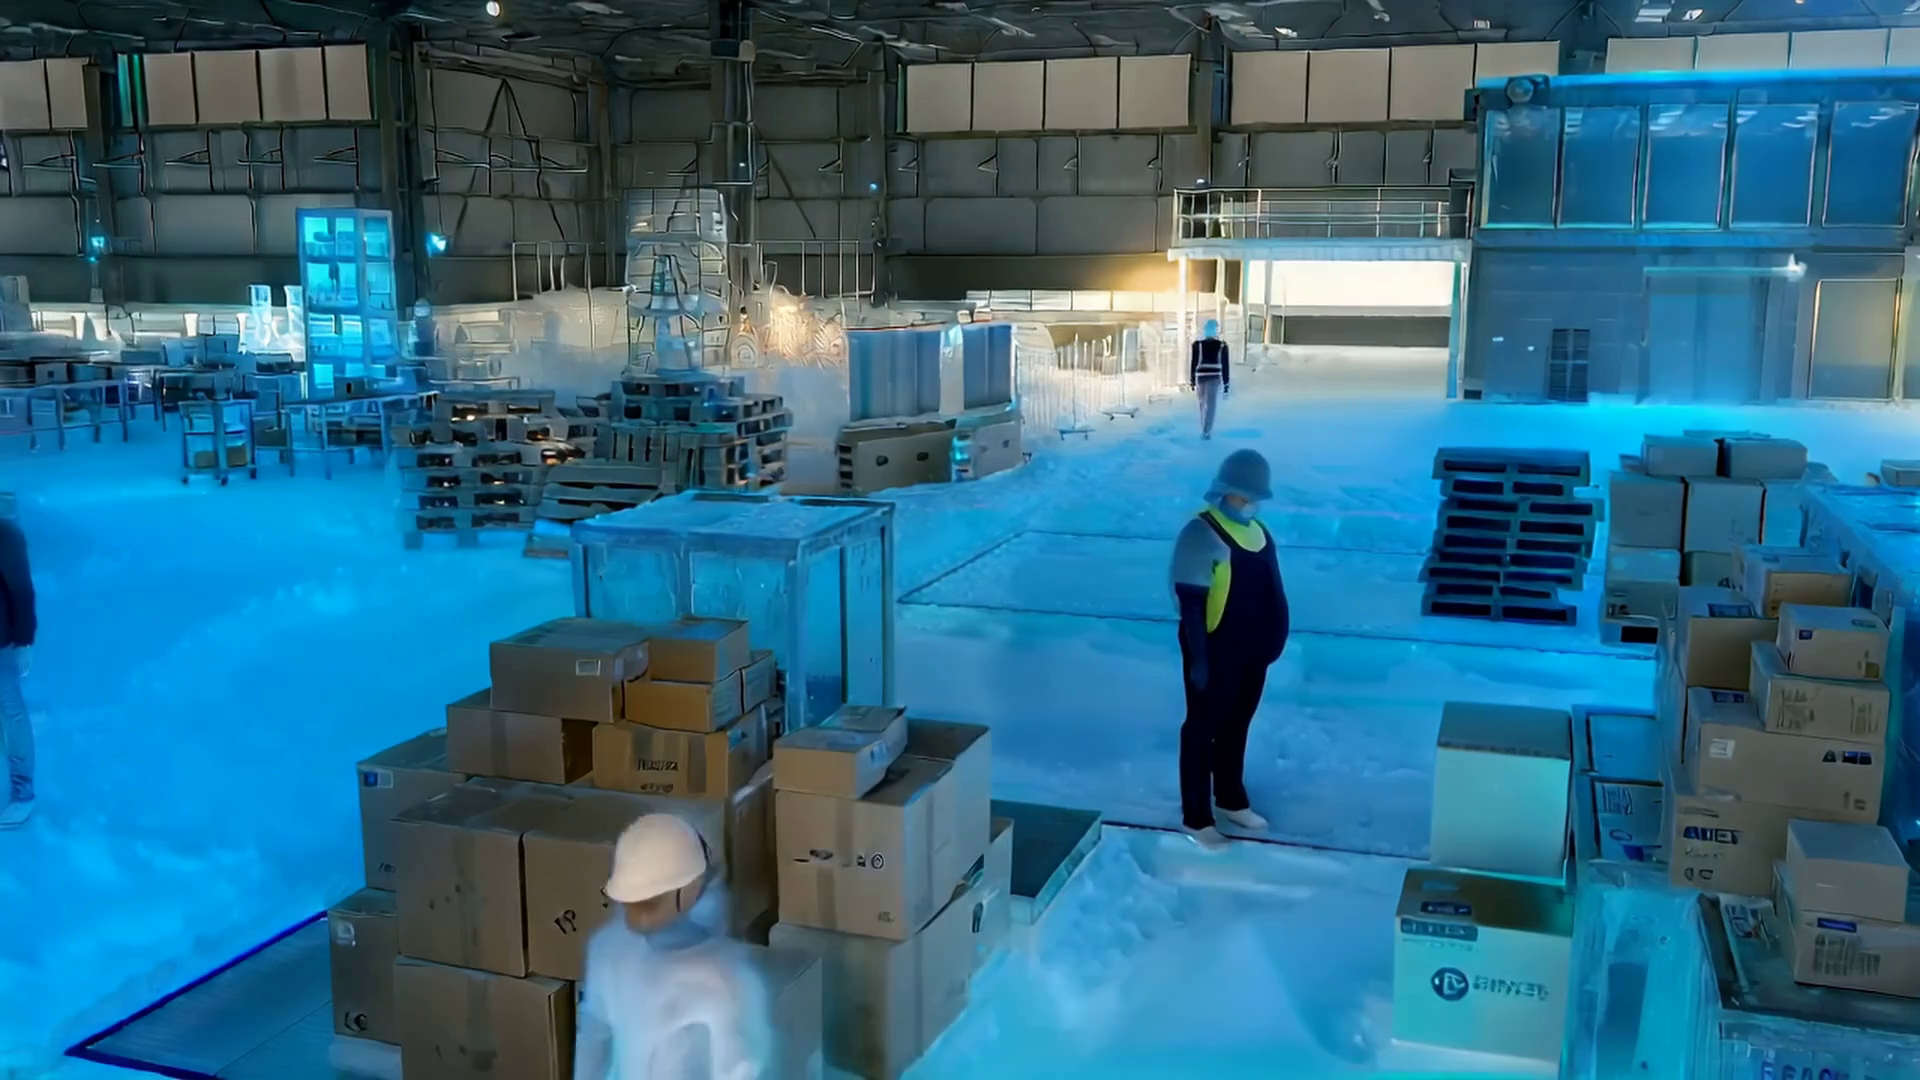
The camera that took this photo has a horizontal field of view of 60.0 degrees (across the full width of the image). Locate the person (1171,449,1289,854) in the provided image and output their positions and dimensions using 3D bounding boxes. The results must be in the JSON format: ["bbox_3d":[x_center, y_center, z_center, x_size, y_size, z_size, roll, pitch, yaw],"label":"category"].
[{"bbox_3d":[1.398,0.536,8.418,0.536,2.000,0.673,9,13,41],"label":"person"}]

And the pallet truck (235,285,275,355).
[{"bbox_3d":[-18.327,-5.835,44.421,0.823,1.965,1.885,4,11,23],"label":"pallet truck"}]

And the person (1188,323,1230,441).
[{"bbox_3d":[3.909,-2.479,26.062,0.615,1.811,1.024,3,10,16],"label":"person"}]

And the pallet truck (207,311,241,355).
[{"bbox_3d":[-19.537,-5.575,44.913,0.653,1.274,1.630,3,11,19],"label":"pallet truck"}]

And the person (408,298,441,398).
[{"bbox_3d":[-10.102,-3.539,31.416,0.625,2.031,0.500,-7,12,-33],"label":"person"}]

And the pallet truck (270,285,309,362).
[{"bbox_3d":[-17.147,-5.700,43.663,0.823,1.965,1.885,3,11,17],"label":"pallet truck"}]

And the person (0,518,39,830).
[{"bbox_3d":[-5.107,0.525,8.610,0.623,1.992,0.396,1,10,5],"label":"person"}]

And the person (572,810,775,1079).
[{"bbox_3d":[-0.648,1.456,4.132,0.529,1.733,0.872,6,12,31],"label":"person"}]

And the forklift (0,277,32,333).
[{"bbox_3d":[-27.151,-6.329,46.328,1.157,1.987,2.680,3,11,17],"label":"forklift"}]

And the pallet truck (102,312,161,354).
[{"bbox_3d":[-23.057,-5.777,46.261,0.680,1.201,1.601,3,11,19],"label":"pallet truck"}]

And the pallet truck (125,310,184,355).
[{"bbox_3d":[-22.038,-5.665,45.457,0.704,1.261,1.522,3,11,17],"label":"pallet truck"}]
